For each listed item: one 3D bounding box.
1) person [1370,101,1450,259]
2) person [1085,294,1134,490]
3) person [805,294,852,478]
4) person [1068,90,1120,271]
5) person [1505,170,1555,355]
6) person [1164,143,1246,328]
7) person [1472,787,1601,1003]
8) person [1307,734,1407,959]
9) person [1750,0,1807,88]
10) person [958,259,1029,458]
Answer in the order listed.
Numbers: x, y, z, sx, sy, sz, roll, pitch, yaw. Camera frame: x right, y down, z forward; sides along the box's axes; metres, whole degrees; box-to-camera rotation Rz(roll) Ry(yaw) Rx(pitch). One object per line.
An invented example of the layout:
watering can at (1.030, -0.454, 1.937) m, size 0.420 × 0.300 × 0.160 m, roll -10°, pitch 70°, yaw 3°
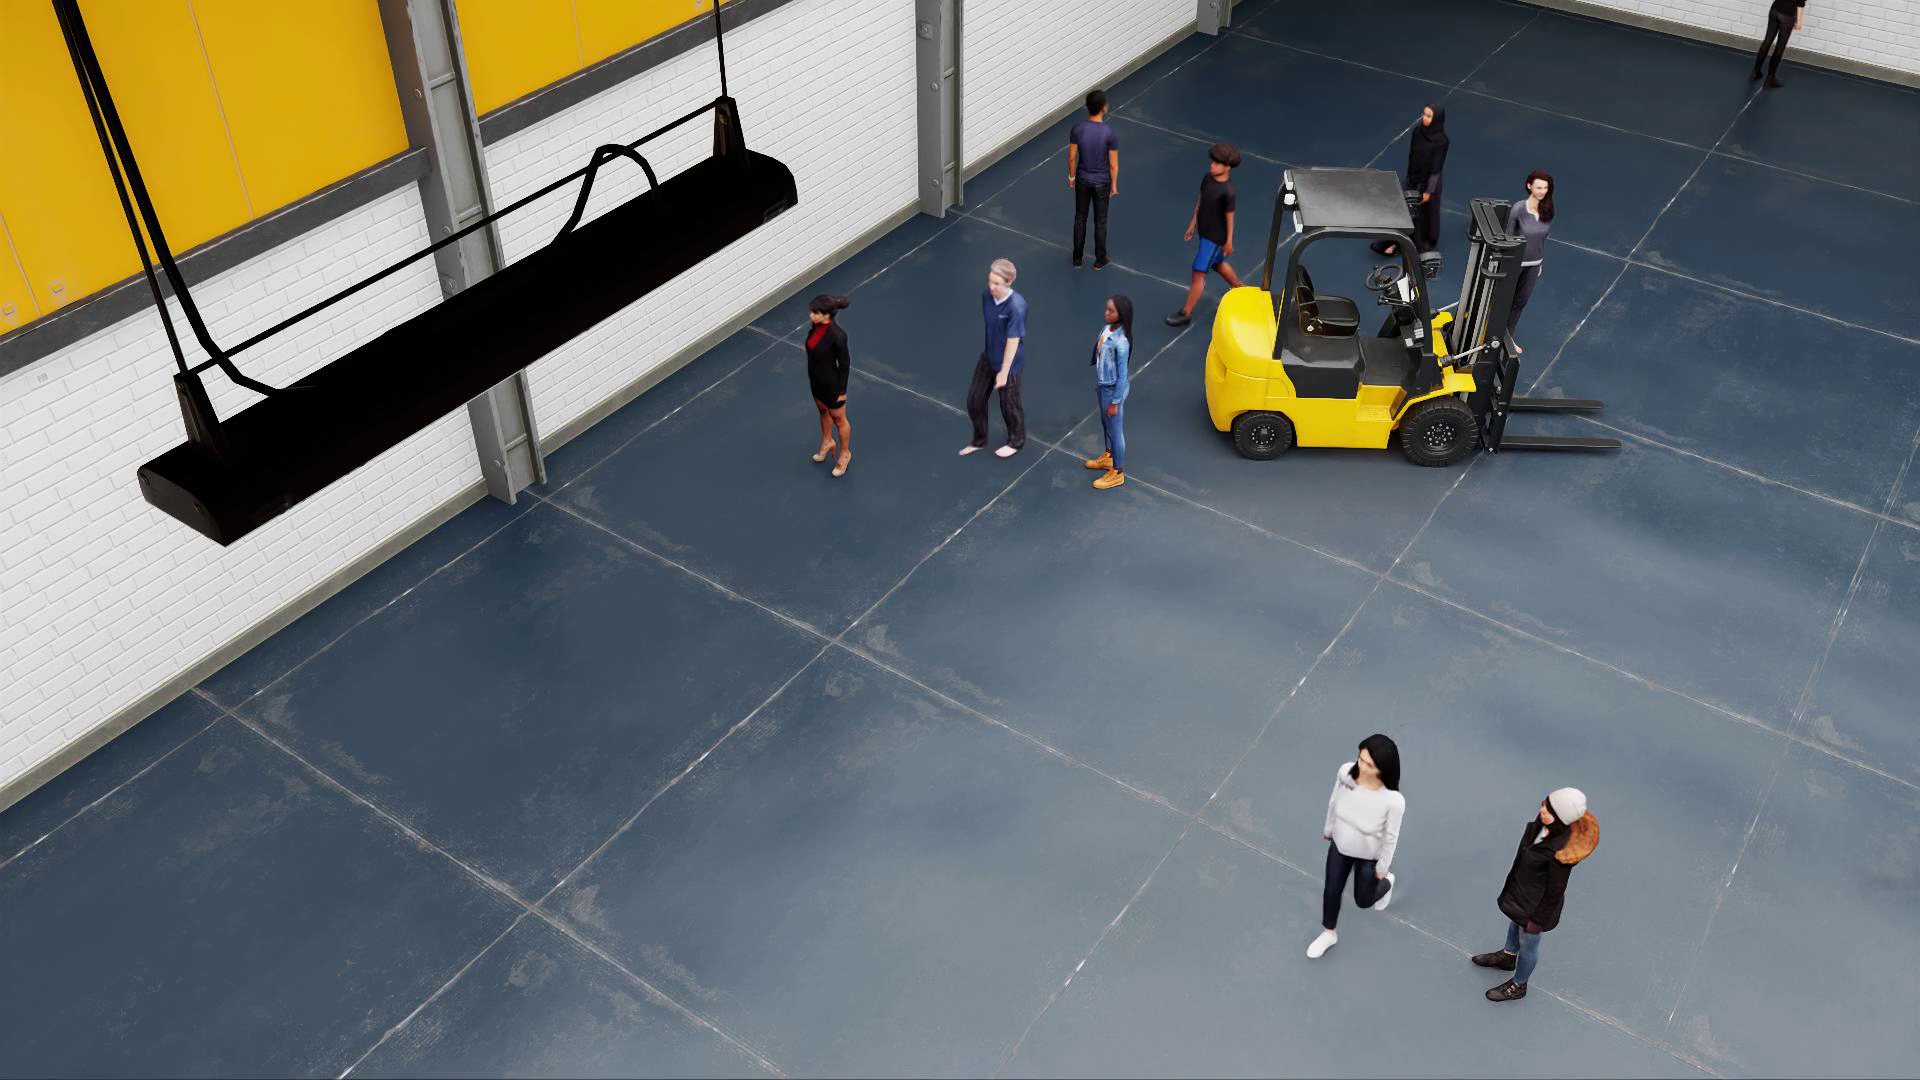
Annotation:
person at (4.582, -3.519, 16.232) m, size 1.162 × 1.605 × 0.862 m, roll -24°, pitch 44°, yaw -27°
person at (1.215, -1.193, 13.234) m, size 0.739 × 1.711 × 0.668 m, roll -5°, pitch 39°, yaw -6°
person at (-1.060, -1.250, 13.362) m, size 0.692 × 1.640 × 0.653 m, roll -26°, pitch 45°, yaw -29°
person at (1.273, -3.454, 16.002) m, size 0.695 × 1.789 × 0.624 m, roll 11°, pitch 40°, yaw 14°
person at (4.967, -2.461, 14.776) m, size 0.657 × 1.768 × 0.750 m, roll -12°, pitch 40°, yaw -14°
person at (2.390, -2.816, 15.226) m, size 1.236 × 1.760 × 1.041 m, roll -13°, pitch 41°, yaw -16°
person at (3.230, 1.971, 9.333) m, size 0.807 × 1.634 × 0.727 m, roll 0°, pitch 39°, yaw 0°
person at (2.359, 1.728, 9.596) m, size 0.702 × 1.686 × 0.946 m, roll 32°, pitch 48°, yaw 33°
person at (9.662, -6.170, 19.525) m, size 0.677 × 1.638 × 0.665 m, roll -18°, pitch 42°, yaw -21°
person at (0.421, -1.467, 13.470) m, size 0.864 × 1.845 × 0.777 m, roll -27°, pitch 46°, yaw -29°
